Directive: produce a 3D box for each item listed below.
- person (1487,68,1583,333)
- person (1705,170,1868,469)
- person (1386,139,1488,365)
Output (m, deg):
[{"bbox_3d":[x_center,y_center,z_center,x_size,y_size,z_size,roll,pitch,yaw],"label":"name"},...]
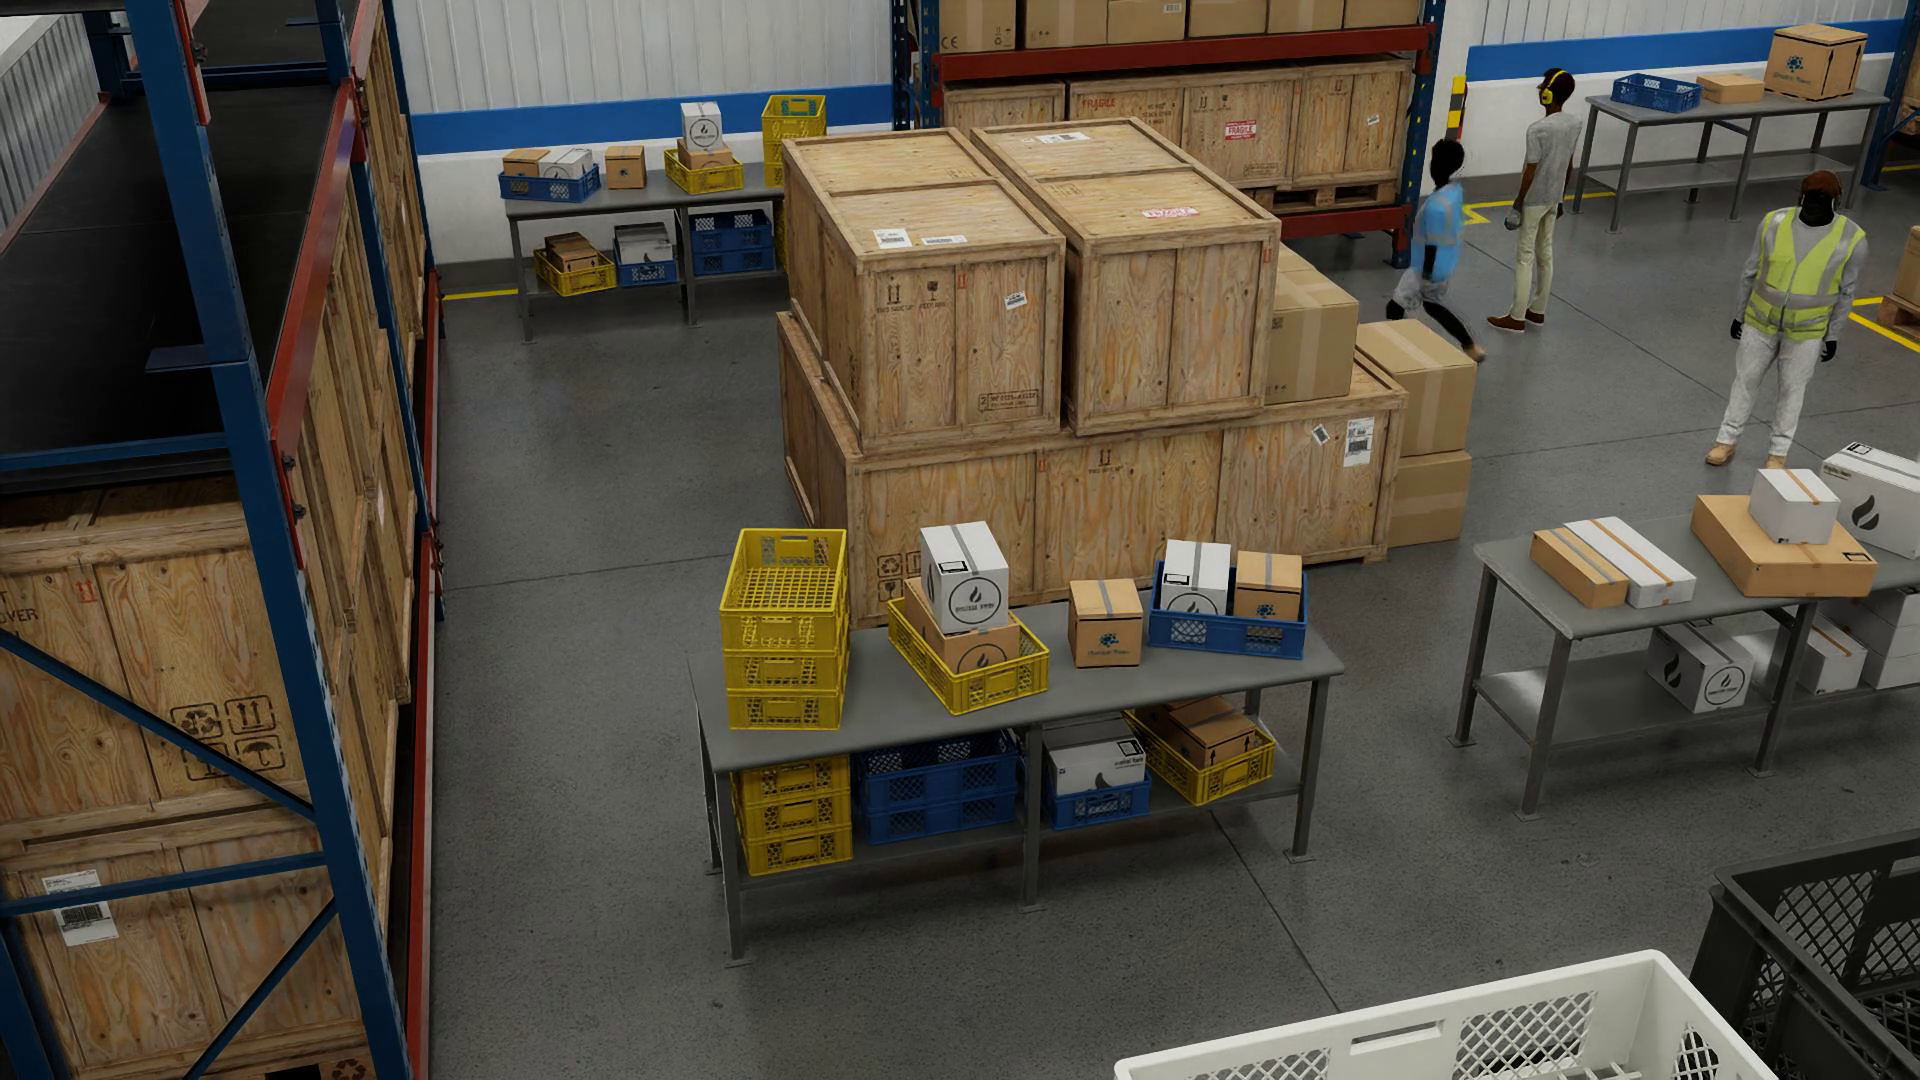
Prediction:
[{"bbox_3d":[4.093,-2.398,11.790,0.510,1.877,0.329,-17,33,-27],"label":"person"},{"bbox_3d":[4.849,-1.262,9.761,0.621,1.845,0.429,19,34,31],"label":"person"},{"bbox_3d":[3.142,-1.810,10.949,0.745,1.650,0.538,16,33,27],"label":"person"}]
